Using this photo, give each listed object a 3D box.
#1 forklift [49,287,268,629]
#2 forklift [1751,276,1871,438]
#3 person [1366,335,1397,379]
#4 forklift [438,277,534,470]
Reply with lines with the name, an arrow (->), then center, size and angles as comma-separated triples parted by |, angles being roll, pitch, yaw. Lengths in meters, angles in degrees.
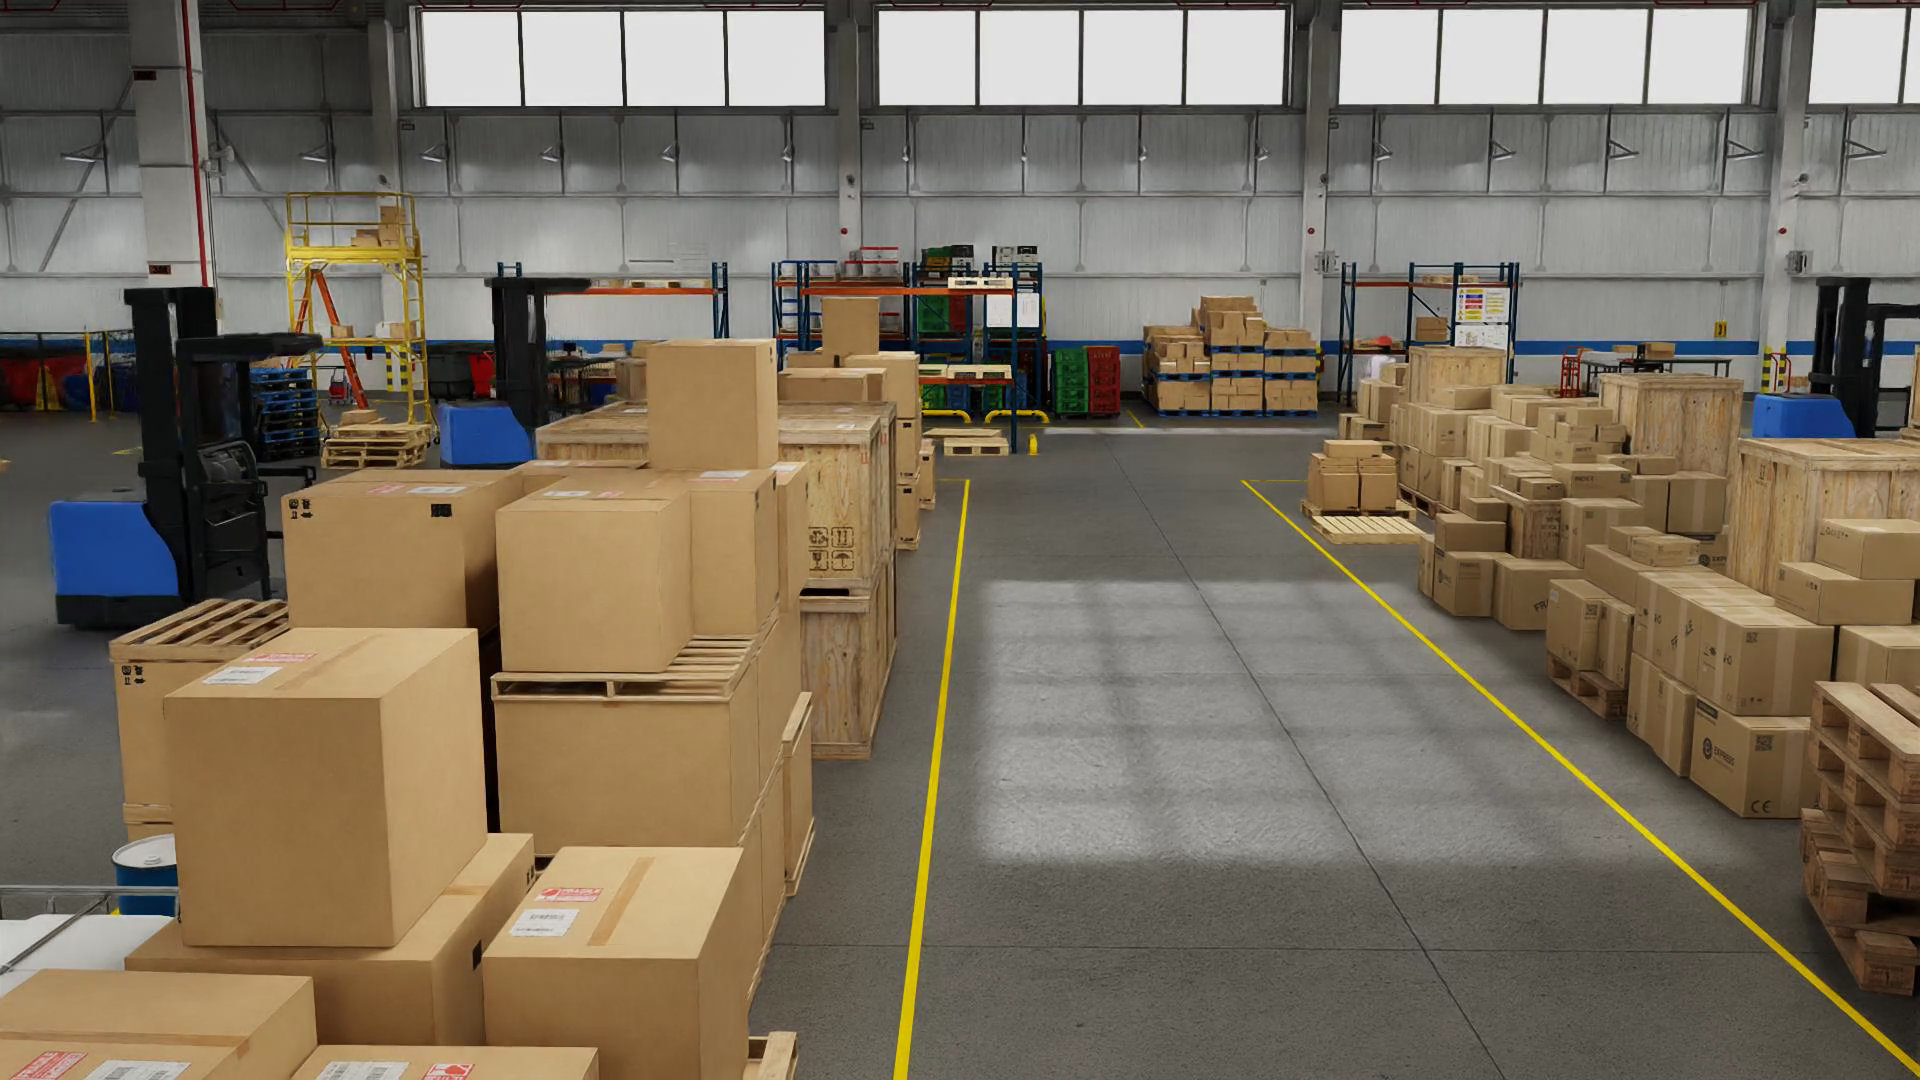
forklift -> -6.507, -0.716, 13.926 | 1.873, 2.768, 1.129 | 0, 9, 1
forklift -> 12.715, -2.430, 24.189 | 1.873, 2.768, 1.129 | 0, 9, 1
person -> 6.704, -2.319, 26.509 | 0.996, 1.895, 0.548 | -6, 11, -31
forklift -> -6.218, -2.234, 23.017 | 1.873, 2.768, 1.129 | -5, 11, -27
